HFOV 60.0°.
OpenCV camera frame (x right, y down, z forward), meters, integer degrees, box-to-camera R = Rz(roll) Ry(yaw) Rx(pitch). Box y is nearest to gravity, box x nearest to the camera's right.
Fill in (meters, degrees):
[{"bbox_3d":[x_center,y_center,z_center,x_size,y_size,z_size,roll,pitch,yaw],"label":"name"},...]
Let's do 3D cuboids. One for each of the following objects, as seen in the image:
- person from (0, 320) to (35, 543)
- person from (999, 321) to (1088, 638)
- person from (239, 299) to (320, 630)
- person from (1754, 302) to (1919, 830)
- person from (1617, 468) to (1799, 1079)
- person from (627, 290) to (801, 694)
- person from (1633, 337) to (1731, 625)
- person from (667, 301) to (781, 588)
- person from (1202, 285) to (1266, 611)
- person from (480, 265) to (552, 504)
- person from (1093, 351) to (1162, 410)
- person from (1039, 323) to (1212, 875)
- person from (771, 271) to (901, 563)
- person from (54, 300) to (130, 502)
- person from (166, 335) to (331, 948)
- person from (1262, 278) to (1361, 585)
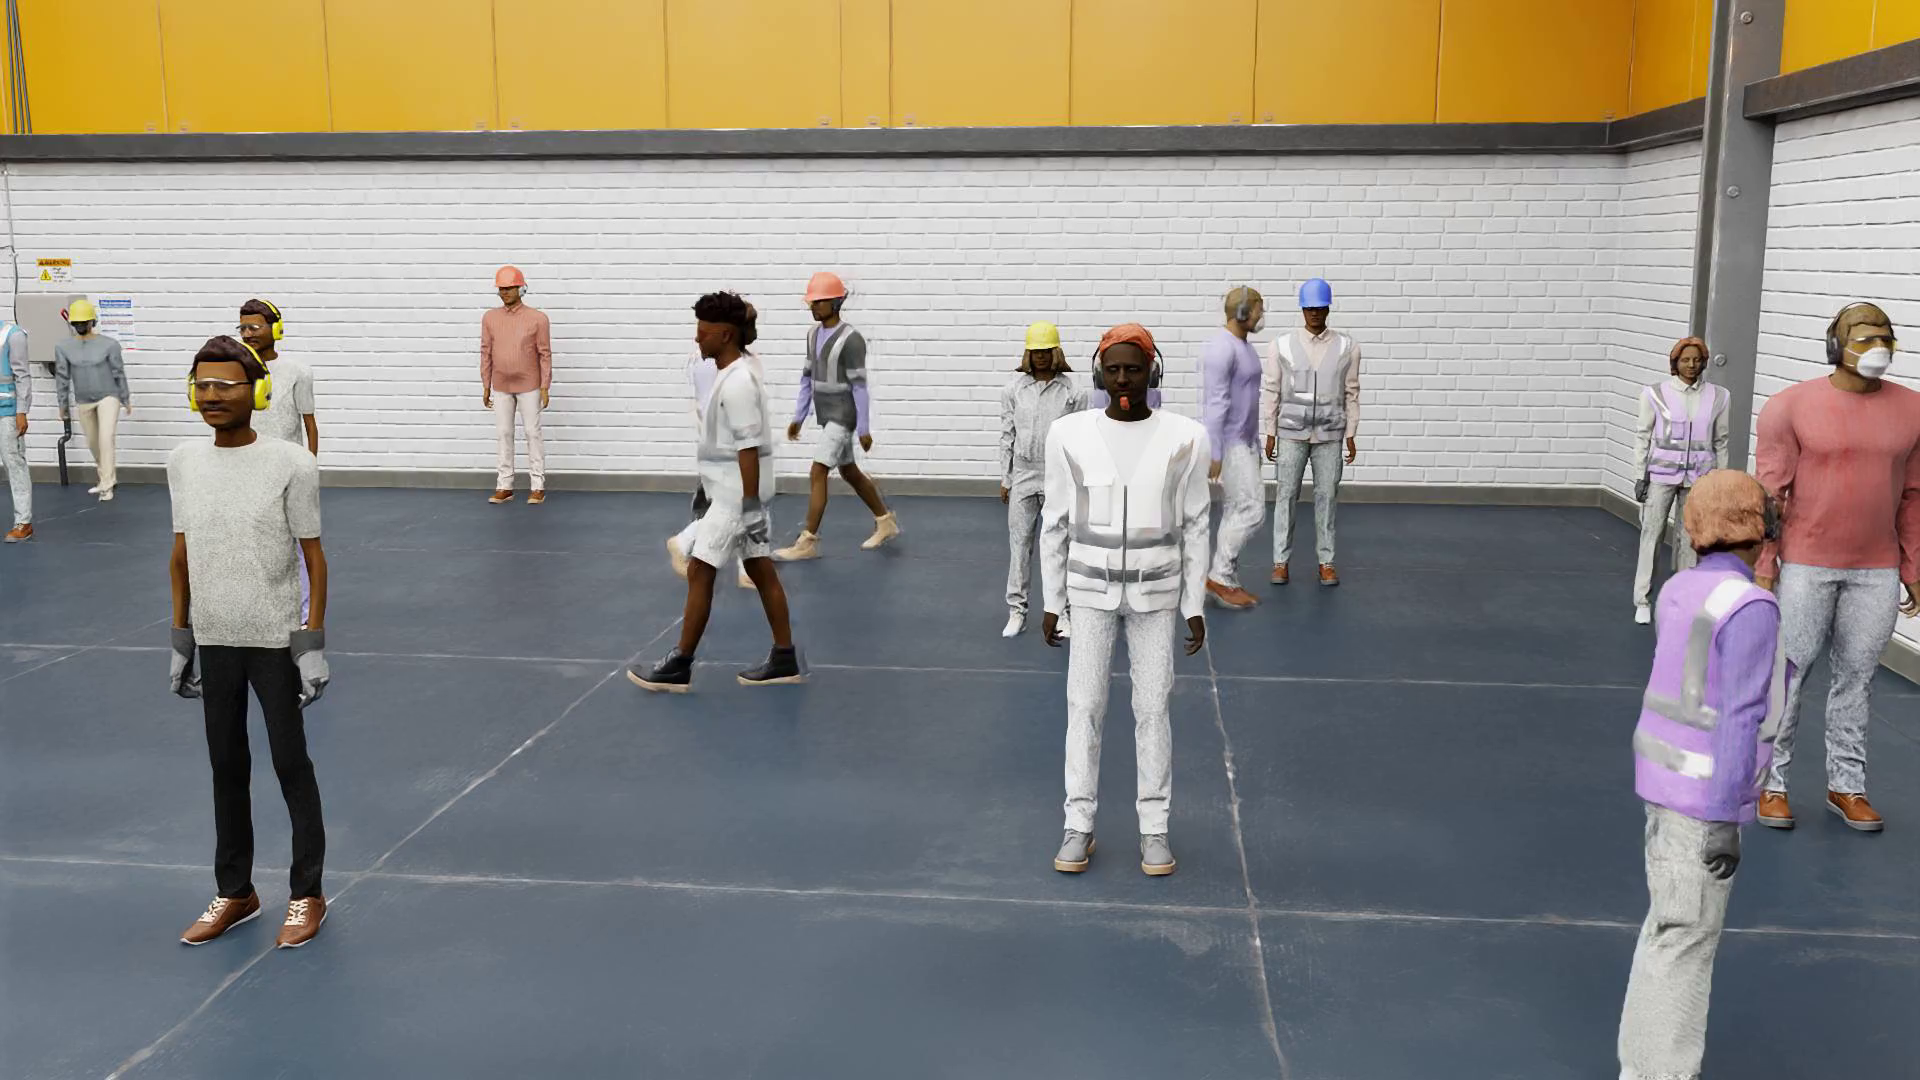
[{"bbox_3d":[-7.051,-0.947,12.099,0.607,1.948,0.389,1,10,6],"label":"person"},{"bbox_3d":[0.453,-0.323,9.115,0.488,1.744,0.295,1,10,6],"label":"person"},{"bbox_3d":[-3.675,-0.346,8.881,0.520,1.871,0.326,1,10,6],"label":"person"},{"bbox_3d":[3.224,0.104,6.107,0.631,1.940,0.370,1,10,6],"label":"person"},{"bbox_3d":[1.777,0.649,3.941,0.329,1.609,0.652,1,10,7],"label":"person"},{"bbox_3d":[-1.206,-0.223,8.006,0.925,1.927,0.613,0,10,-2],"label":"person"},{"bbox_3d":[4.080,-0.328,9.438,0.517,1.641,0.308,1,10,6],"label":"person"},{"bbox_3d":[-1.475,-0.582,10.370,0.627,1.821,0.639,4,11,23],"label":"person"},{"bbox_3d":[1.661,-0.532,9.808,0.467,1.916,0.658,5,11,24],"label":"person"},{"bbox_3d":[-3.725,-1.293,13.948,0.614,1.994,0.381,1,10,6],"label":"person"},{"bbox_3d":[0.979,-0.439,10.174,0.511,1.610,0.607,-5,11,-28],"label":"person"},{"bbox_3d":[0.557,0.208,5.673,0.577,1.883,0.353,1,10,6],"label":"person"},{"bbox_3d":[-0.822,-0.860,11.515,1.041,1.993,0.610,-6,11,-29],"label":"person"},{"bbox_3d":[-7.442,-1.213,14.322,0.539,1.715,0.766,-1,10,-9],"label":"person"},{"bbox_3d":[-2.179,0.316,5.077,0.520,1.876,0.326,1,10,6],"label":"person"},{"bbox_3d":[2.230,-0.681,10.574,0.607,1.948,0.389,1,10,6],"label":"person"}]
